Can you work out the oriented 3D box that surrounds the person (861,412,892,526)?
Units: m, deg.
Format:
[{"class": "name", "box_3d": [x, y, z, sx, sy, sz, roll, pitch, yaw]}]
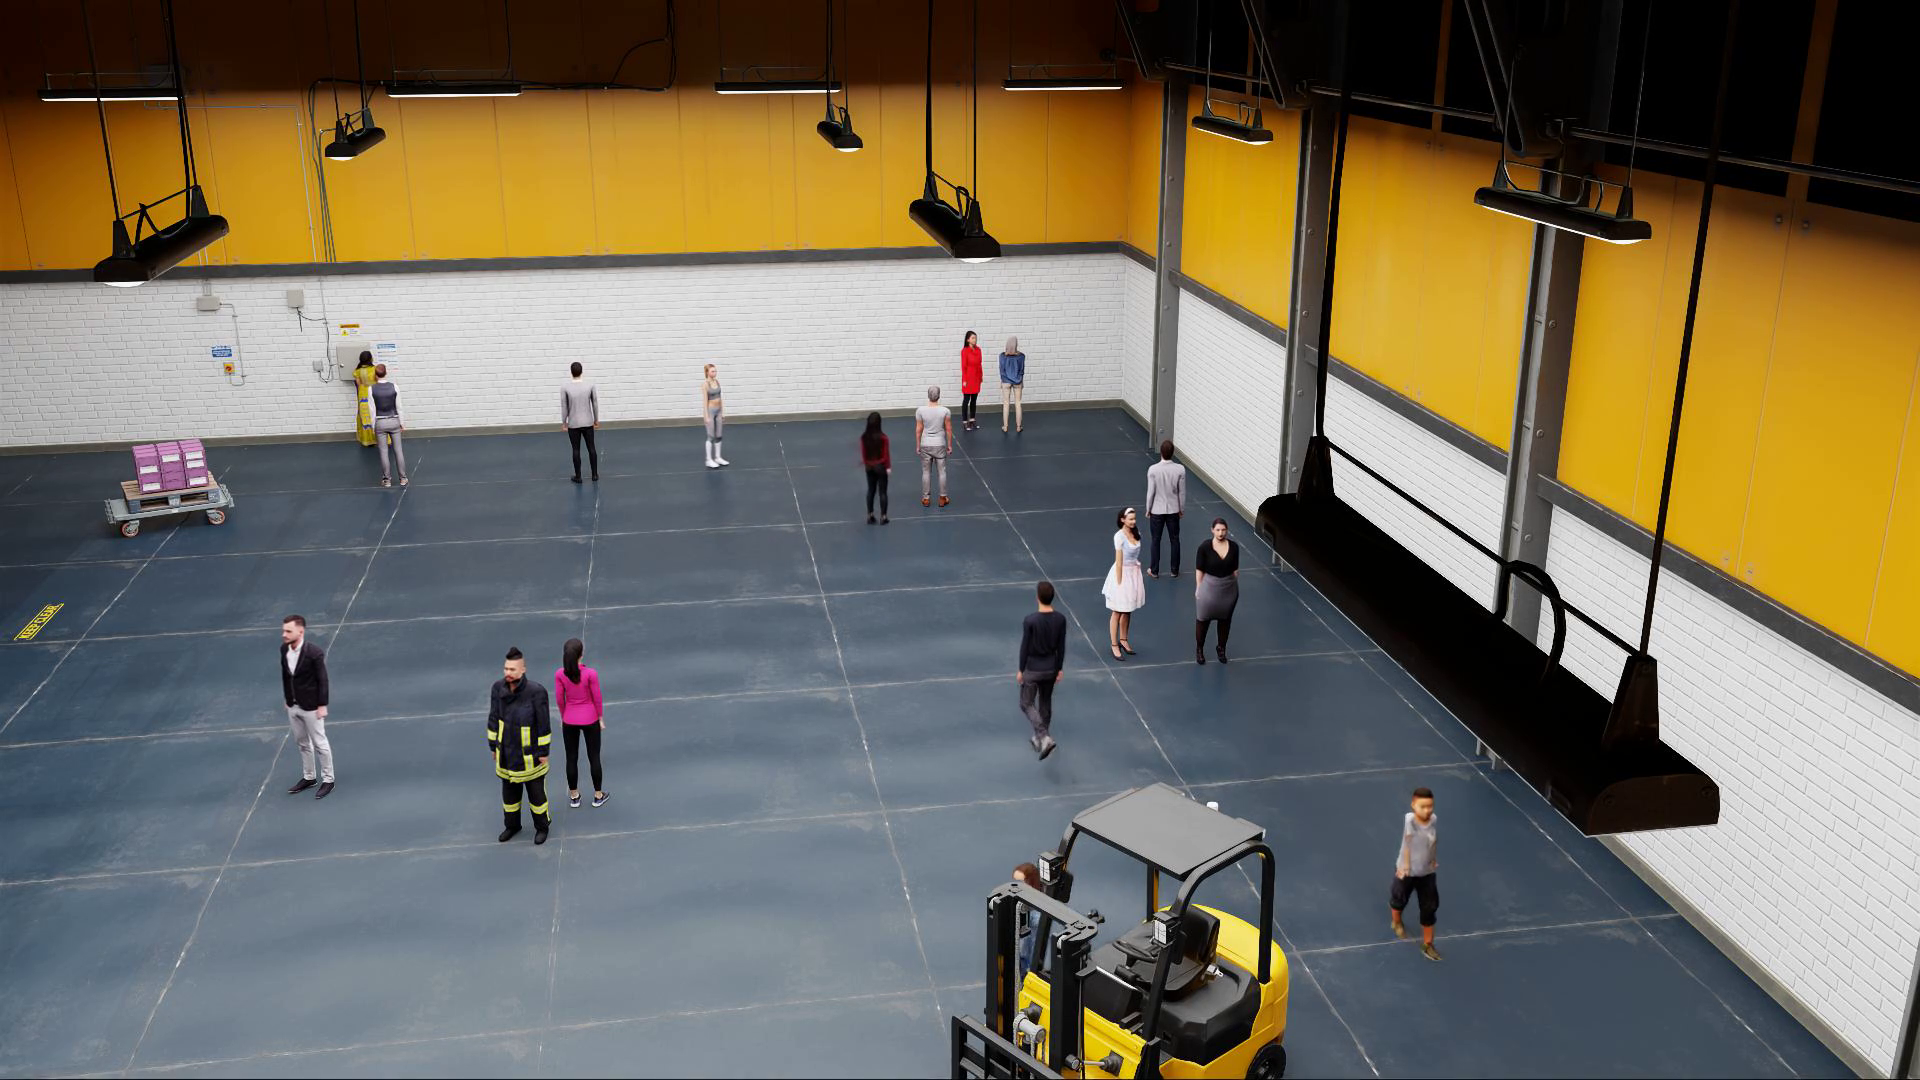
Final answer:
[{"class": "person", "box_3d": [-1.233, -1.031, 24.051, 0.662, 1.651, 0.685, 9, 20, 24]}]

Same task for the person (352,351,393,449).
[{"class": "person", "box_3d": [-9.923, -2.382, 28.050, 0.939, 1.660, 0.891, 2, 19, 5]}]

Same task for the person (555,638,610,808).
[{"class": "person", "box_3d": [-3.603, 1.726, 15.789, 0.621, 1.699, 0.625, 0, 19, 1]}]

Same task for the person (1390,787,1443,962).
[{"class": "person", "box_3d": [3.701, 2.599, 13.611, 0.592, 1.434, 0.867, -3, 19, -9]}]

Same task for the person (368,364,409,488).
[{"class": "person", "box_3d": [-8.916, -1.804, 25.897, 0.701, 1.938, 0.639, -7, 20, -21]}]

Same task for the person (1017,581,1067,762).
[{"class": "person", "box_3d": [0.837, 1.340, 16.689, 0.776, 1.856, 1.025, -7, 20, -21]}]

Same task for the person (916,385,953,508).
[{"class": "person", "box_3d": [-0.397, -1.407, 24.889, 0.740, 1.828, 0.622, 1, 19, 2]}]

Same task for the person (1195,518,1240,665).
[{"class": "person", "box_3d": [2.947, 0.578, 19.105, 0.673, 1.758, 0.612, -2, 19, -7]}]

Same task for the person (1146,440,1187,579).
[{"class": "person", "box_3d": [2.703, -0.410, 21.889, 0.696, 1.853, 0.600, -1, 19, -4]}]

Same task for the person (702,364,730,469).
[{"class": "person", "box_3d": [-4.008, -2.028, 26.930, 0.708, 1.702, 0.649, 13, 22, 33]}]

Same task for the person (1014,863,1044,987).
[{"class": "person", "box_3d": [0.525, 3.023, 12.293, 0.732, 1.471, 0.623, -14, 23, -36]}]

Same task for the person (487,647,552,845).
[{"class": "person", "box_3d": [-3.999, 1.857, 15.147, 0.842, 1.860, 0.825, 3, 19, 10]}]

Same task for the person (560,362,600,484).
[{"class": "person", "box_3d": [-5.942, -1.849, 26.054, 0.799, 1.923, 0.722, -8, 20, -23]}]

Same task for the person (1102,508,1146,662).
[{"class": "person", "box_3d": [1.910, 0.491, 19.270, 0.912, 1.818, 0.858, 15, 24, 38]}]

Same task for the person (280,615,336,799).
[{"class": "person", "box_3d": [-6.288, 1.573, 16.017, 0.734, 1.844, 0.745, 8, 20, 23]}]

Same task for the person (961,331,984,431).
[{"class": "person", "box_3d": [0.195, -2.809, 29.178, 0.729, 1.748, 0.766, -16, 24, -39]}]

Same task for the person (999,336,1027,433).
[{"class": "person", "box_3d": [0.912, -2.731, 29.027, 0.641, 1.697, 0.602, -1, 19, -2]}]
